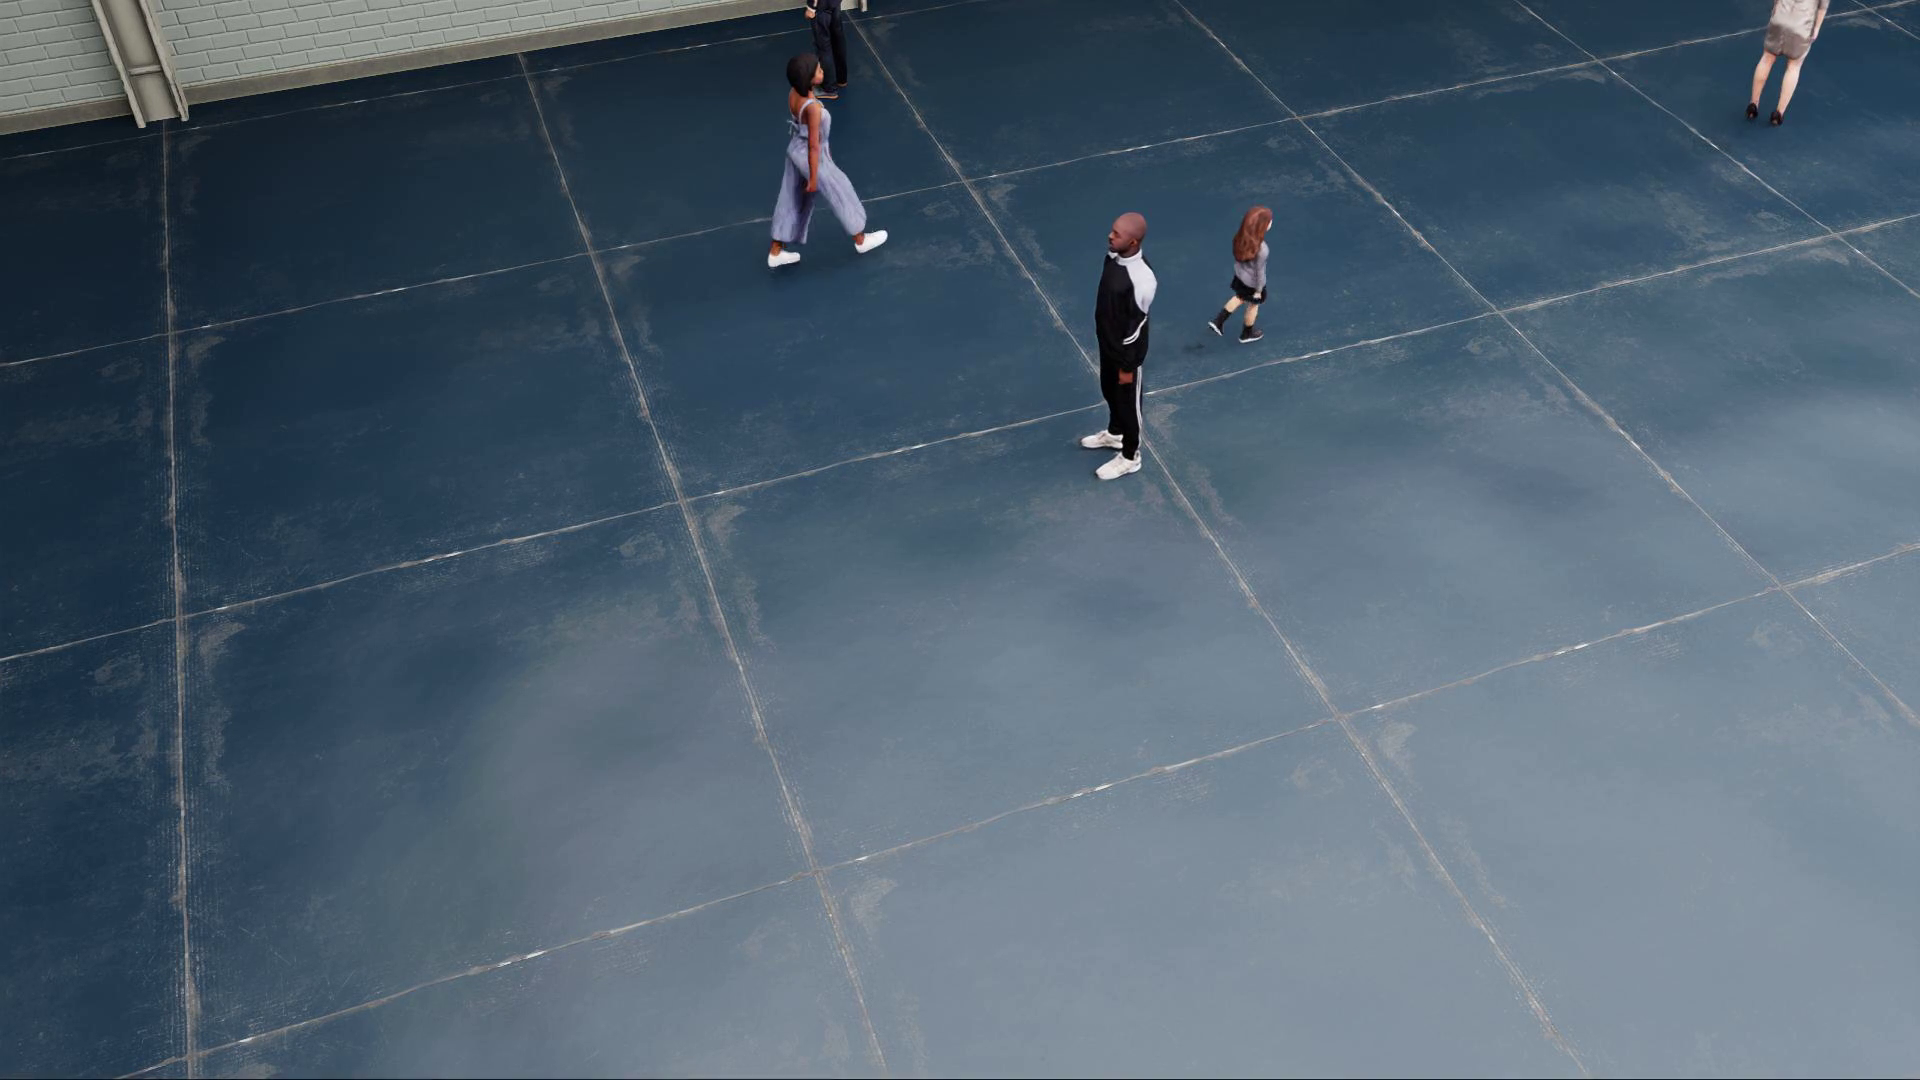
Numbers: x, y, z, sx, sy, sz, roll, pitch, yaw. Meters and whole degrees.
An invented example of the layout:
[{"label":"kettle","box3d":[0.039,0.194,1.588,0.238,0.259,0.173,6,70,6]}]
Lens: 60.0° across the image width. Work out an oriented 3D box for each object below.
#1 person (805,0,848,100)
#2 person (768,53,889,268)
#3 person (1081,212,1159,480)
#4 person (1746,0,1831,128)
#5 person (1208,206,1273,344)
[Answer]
[{"label":"person","box3d":[-1.129,-4.560,13.768,0.823,1.815,0.776,16,45,16]},{"label":"person","box3d":[-1.148,-2.649,11.847,1.160,1.644,0.695,-21,47,-21]},{"label":"person","box3d":[1.007,-1.208,10.171,0.546,1.825,0.657,-11,44,-11]},{"label":"person","box3d":[6.675,-4.155,13.389,0.679,1.741,0.676,34,53,31]},{"label":"person","box3d":[1.929,-1.798,11.338,0.640,1.095,0.489,-16,45,-17]}]
